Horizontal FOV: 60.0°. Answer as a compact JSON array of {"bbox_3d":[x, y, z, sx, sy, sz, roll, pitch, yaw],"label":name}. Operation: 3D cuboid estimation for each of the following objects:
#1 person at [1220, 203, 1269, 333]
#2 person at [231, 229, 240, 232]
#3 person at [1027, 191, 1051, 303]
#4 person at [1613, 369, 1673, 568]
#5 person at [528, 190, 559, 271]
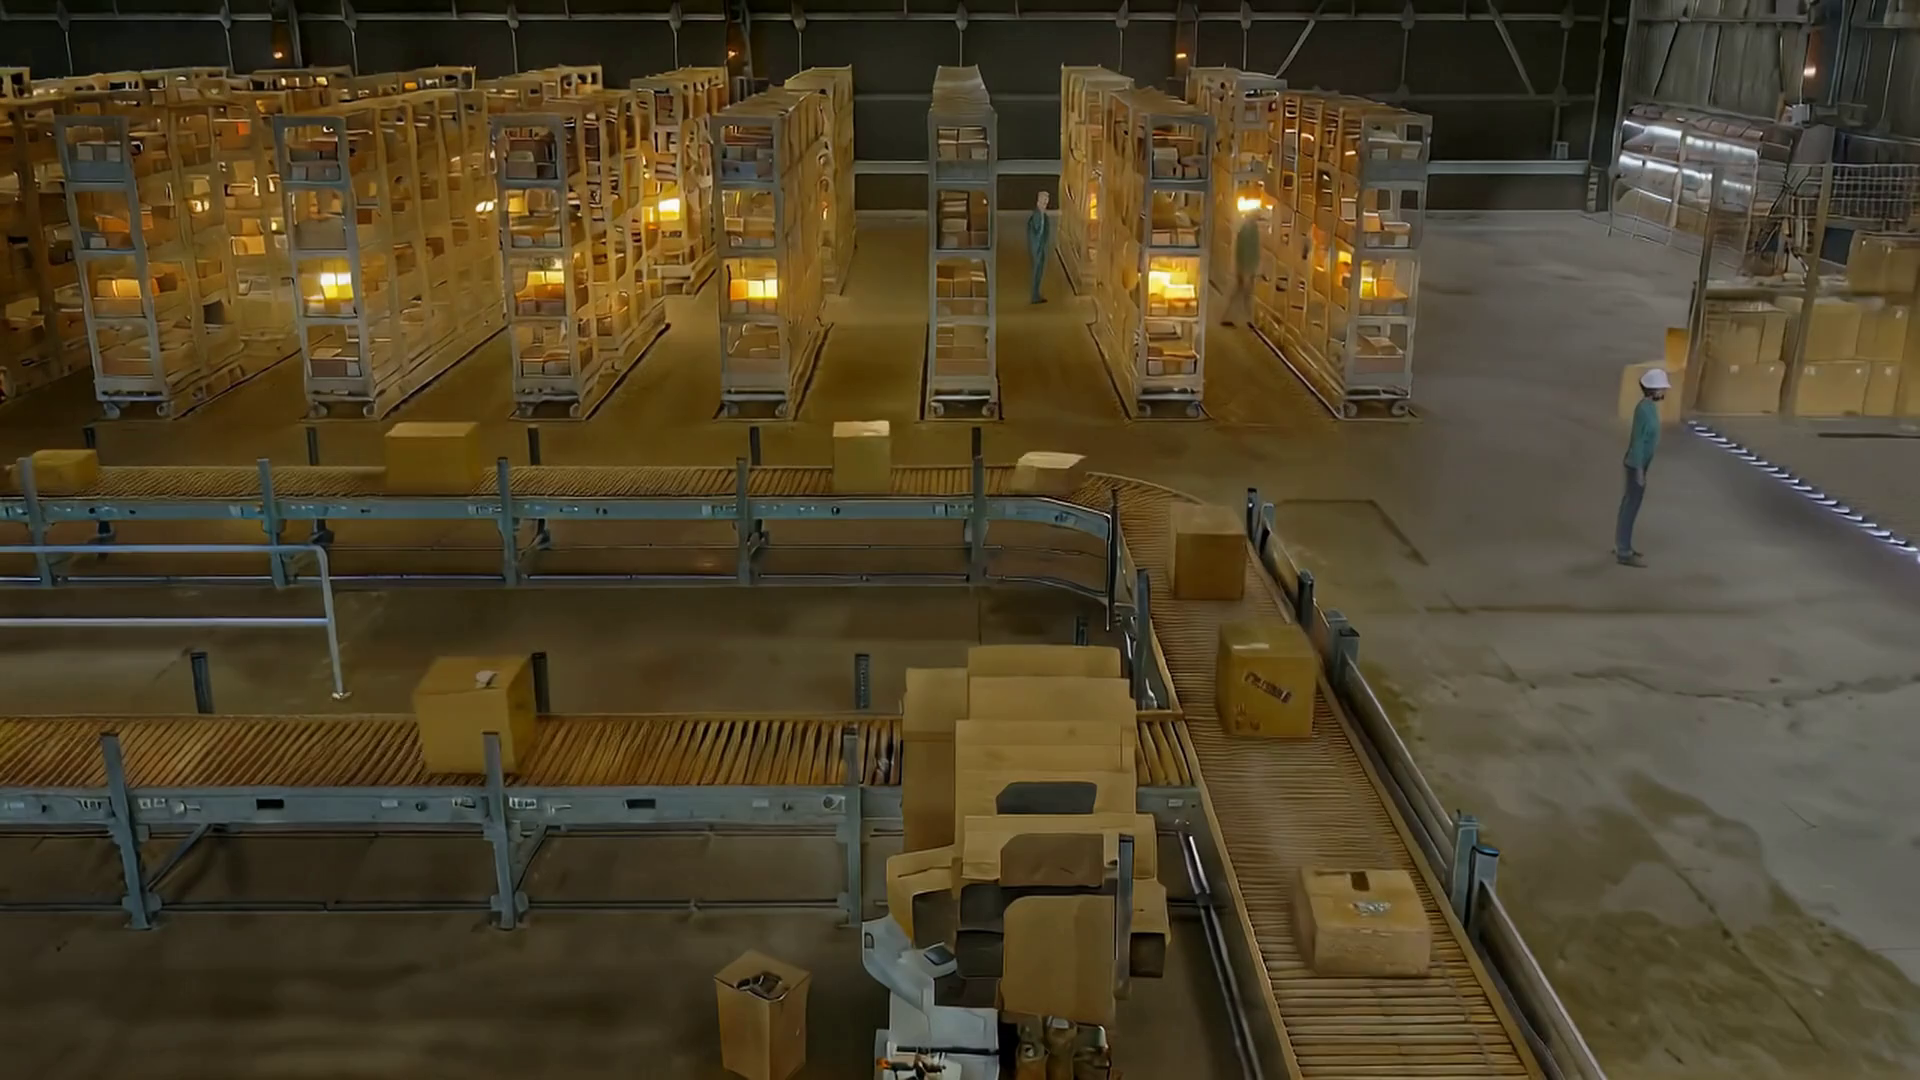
[{"bbox_3d":[4.356,-4.131,25.239,0.705,1.971,0.648,5,19,16],"label":"person"},{"bbox_3d":[-16.153,-7.492,35.946,0.898,1.712,0.583,0,18,1],"label":"person"},{"bbox_3d":[1.312,-4.881,27.705,0.376,1.835,0.566,3,18,9],"label":"person"},{"bbox_3d":[6.069,-0.653,14.789,0.329,1.769,0.526,6,19,18],"label":"person"},{"bbox_3d":[-6.768,-4.771,27.060,0.610,2.036,0.420,3,18,9],"label":"person"}]
